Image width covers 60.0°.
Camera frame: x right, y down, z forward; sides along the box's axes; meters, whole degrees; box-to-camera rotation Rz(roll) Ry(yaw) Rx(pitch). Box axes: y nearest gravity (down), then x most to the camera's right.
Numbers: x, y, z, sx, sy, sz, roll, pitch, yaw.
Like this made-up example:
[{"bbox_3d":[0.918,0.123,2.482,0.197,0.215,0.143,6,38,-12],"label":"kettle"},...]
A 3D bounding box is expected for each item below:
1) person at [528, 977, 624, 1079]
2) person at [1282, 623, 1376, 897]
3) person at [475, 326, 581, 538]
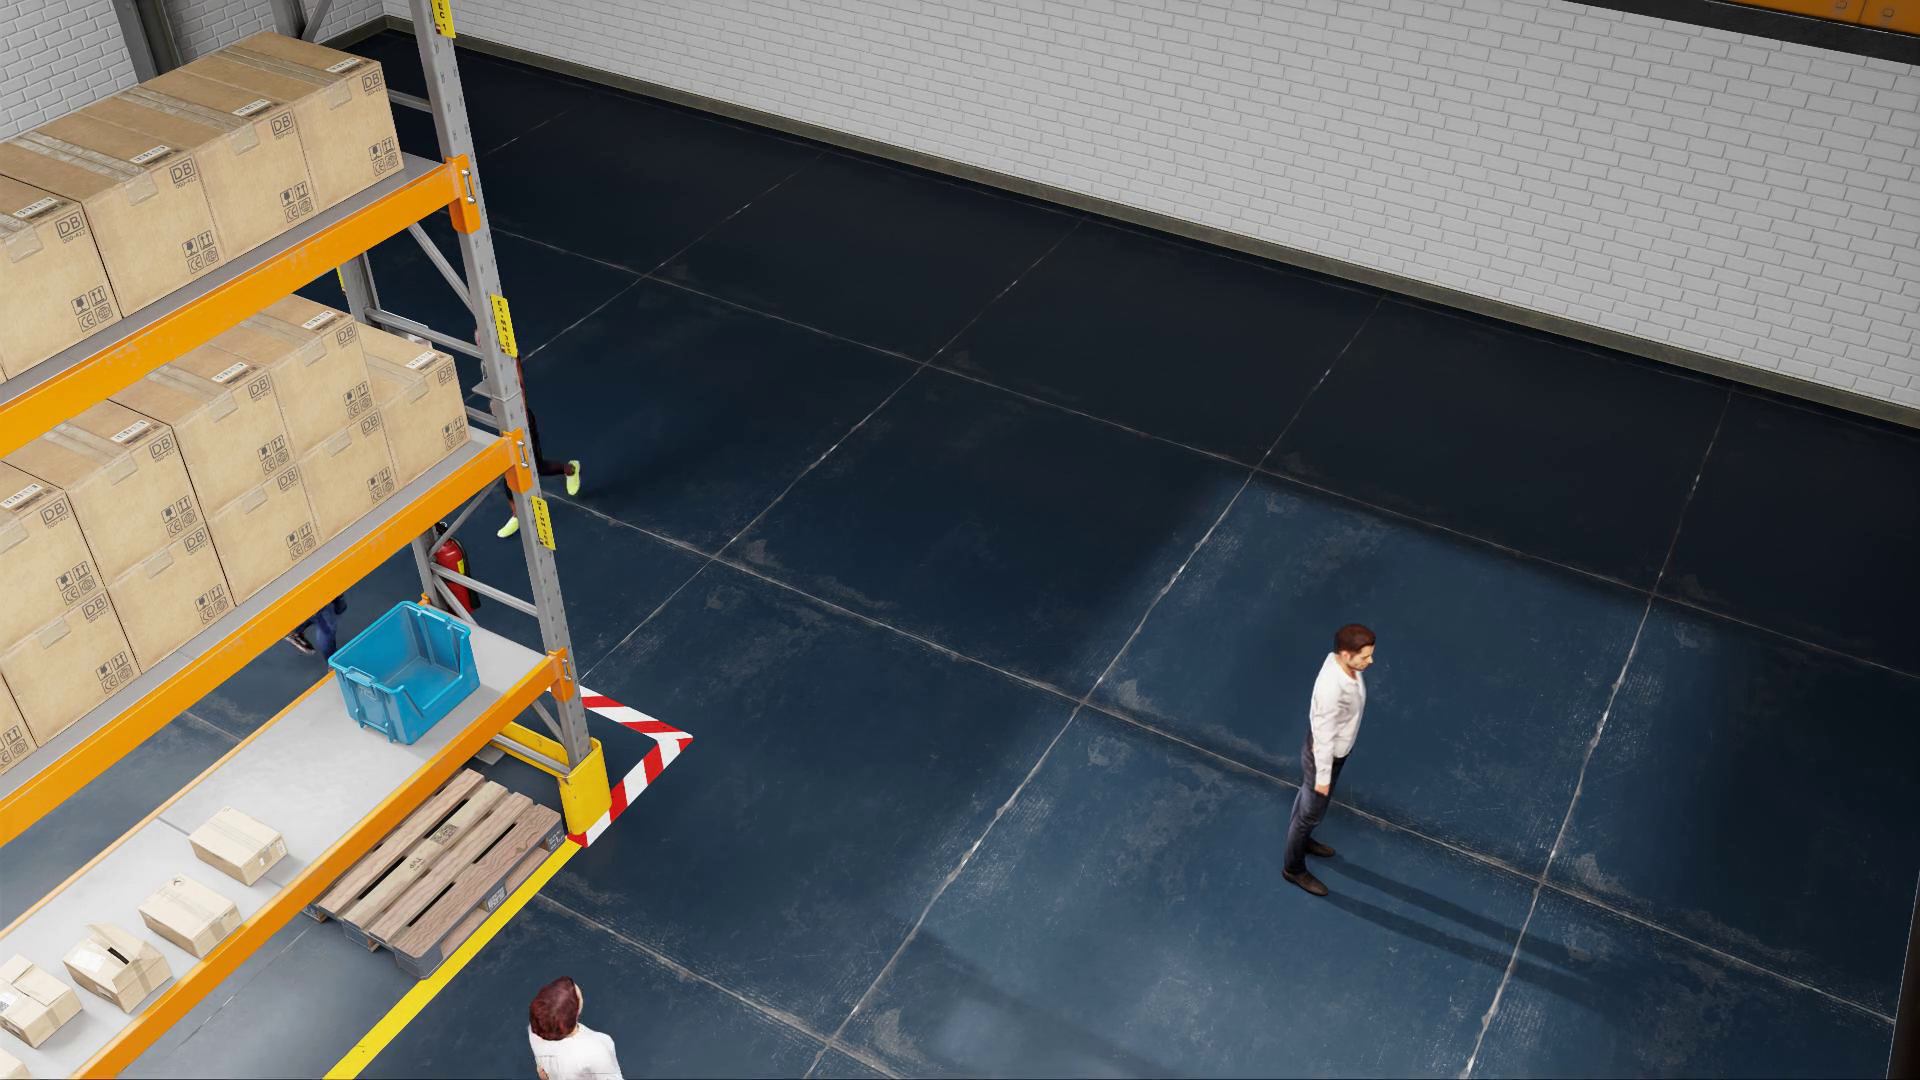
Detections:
[{"bbox_3d":[-1.733,2.637,7.507,0.678,1.773,1.062,15,41,18],"label":"person"},{"bbox_3d":[2.029,1.184,9.251,0.756,1.867,0.531,13,40,16],"label":"person"},{"bbox_3d":[-3.112,-0.851,11.907,0.604,1.734,1.006,24,44,27],"label":"person"}]
